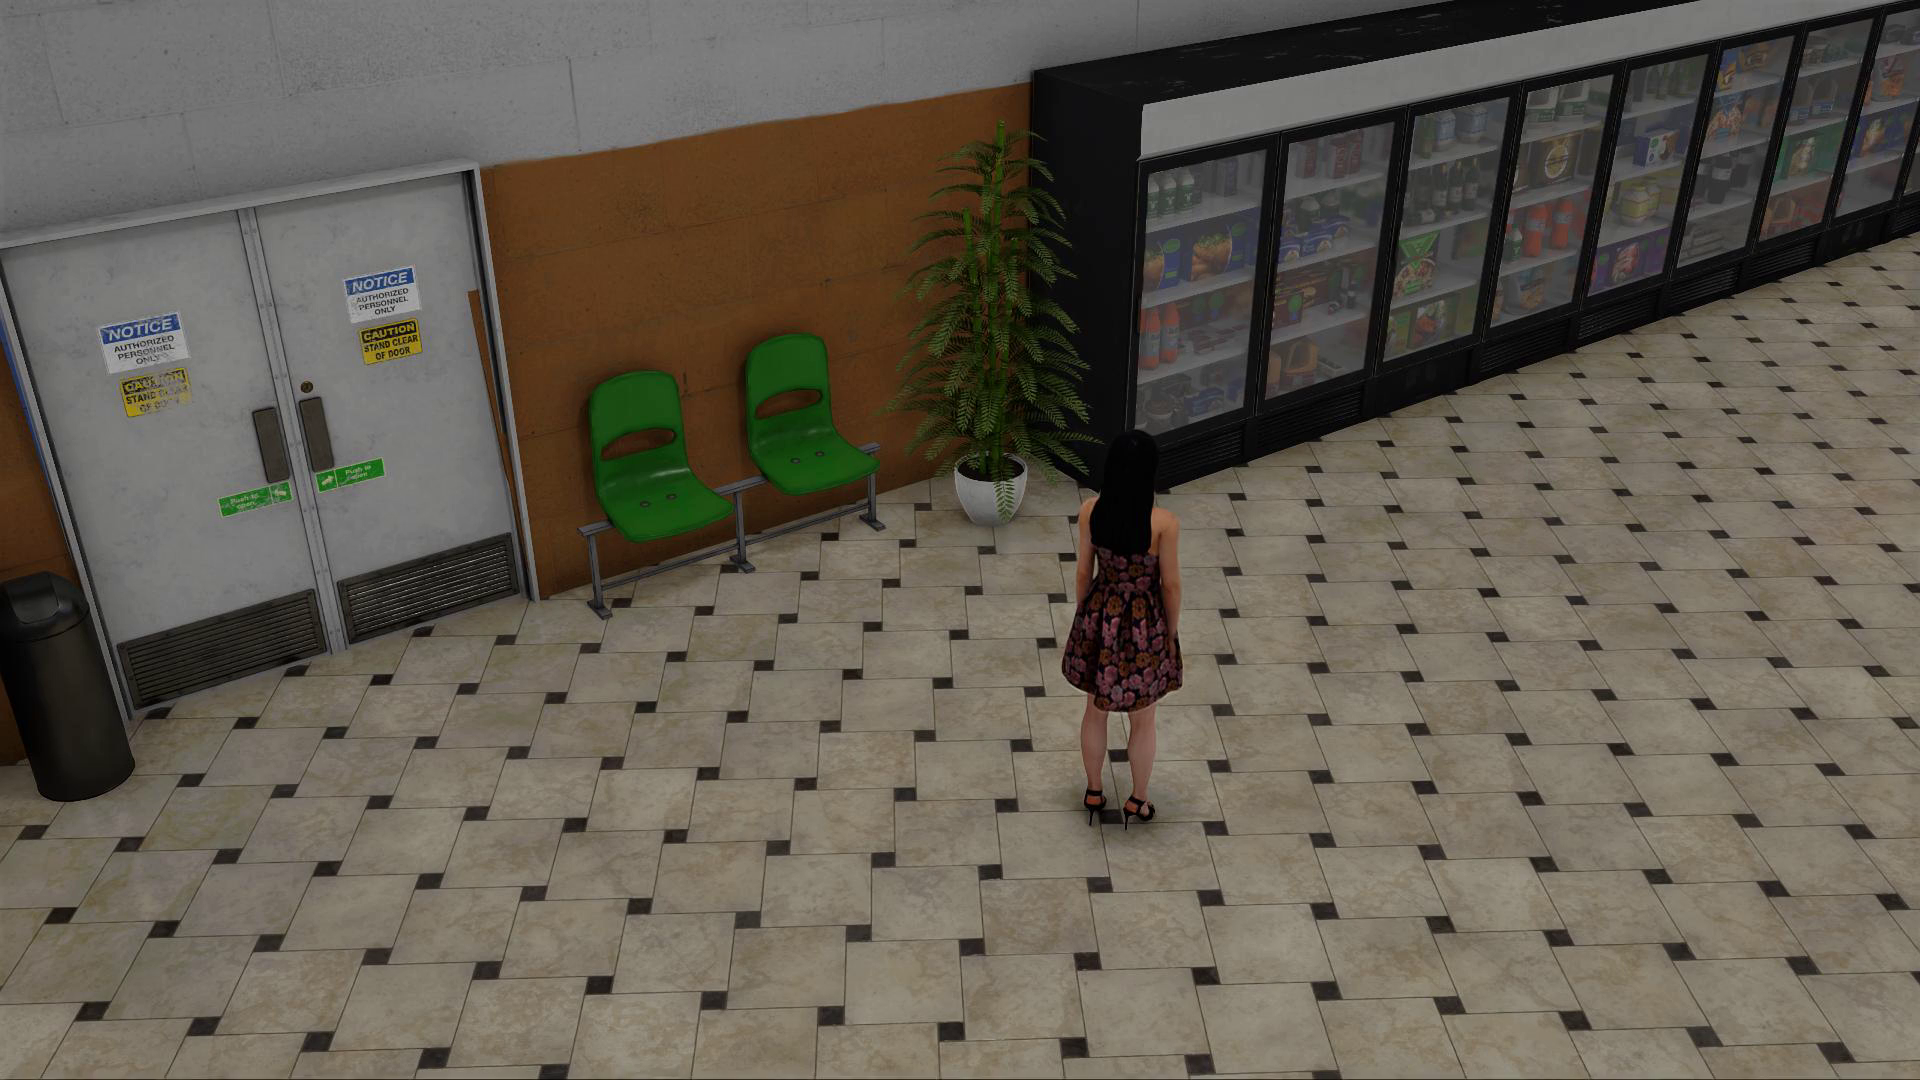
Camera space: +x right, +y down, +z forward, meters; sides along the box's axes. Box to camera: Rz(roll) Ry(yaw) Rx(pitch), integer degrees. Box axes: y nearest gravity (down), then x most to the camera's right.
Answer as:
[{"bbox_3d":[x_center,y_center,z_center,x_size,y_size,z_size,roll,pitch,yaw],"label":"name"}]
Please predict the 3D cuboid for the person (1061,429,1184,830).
[{"bbox_3d":[0.655,0.375,6.645,0.785,1.773,0.861,10,30,18],"label":"person"}]
